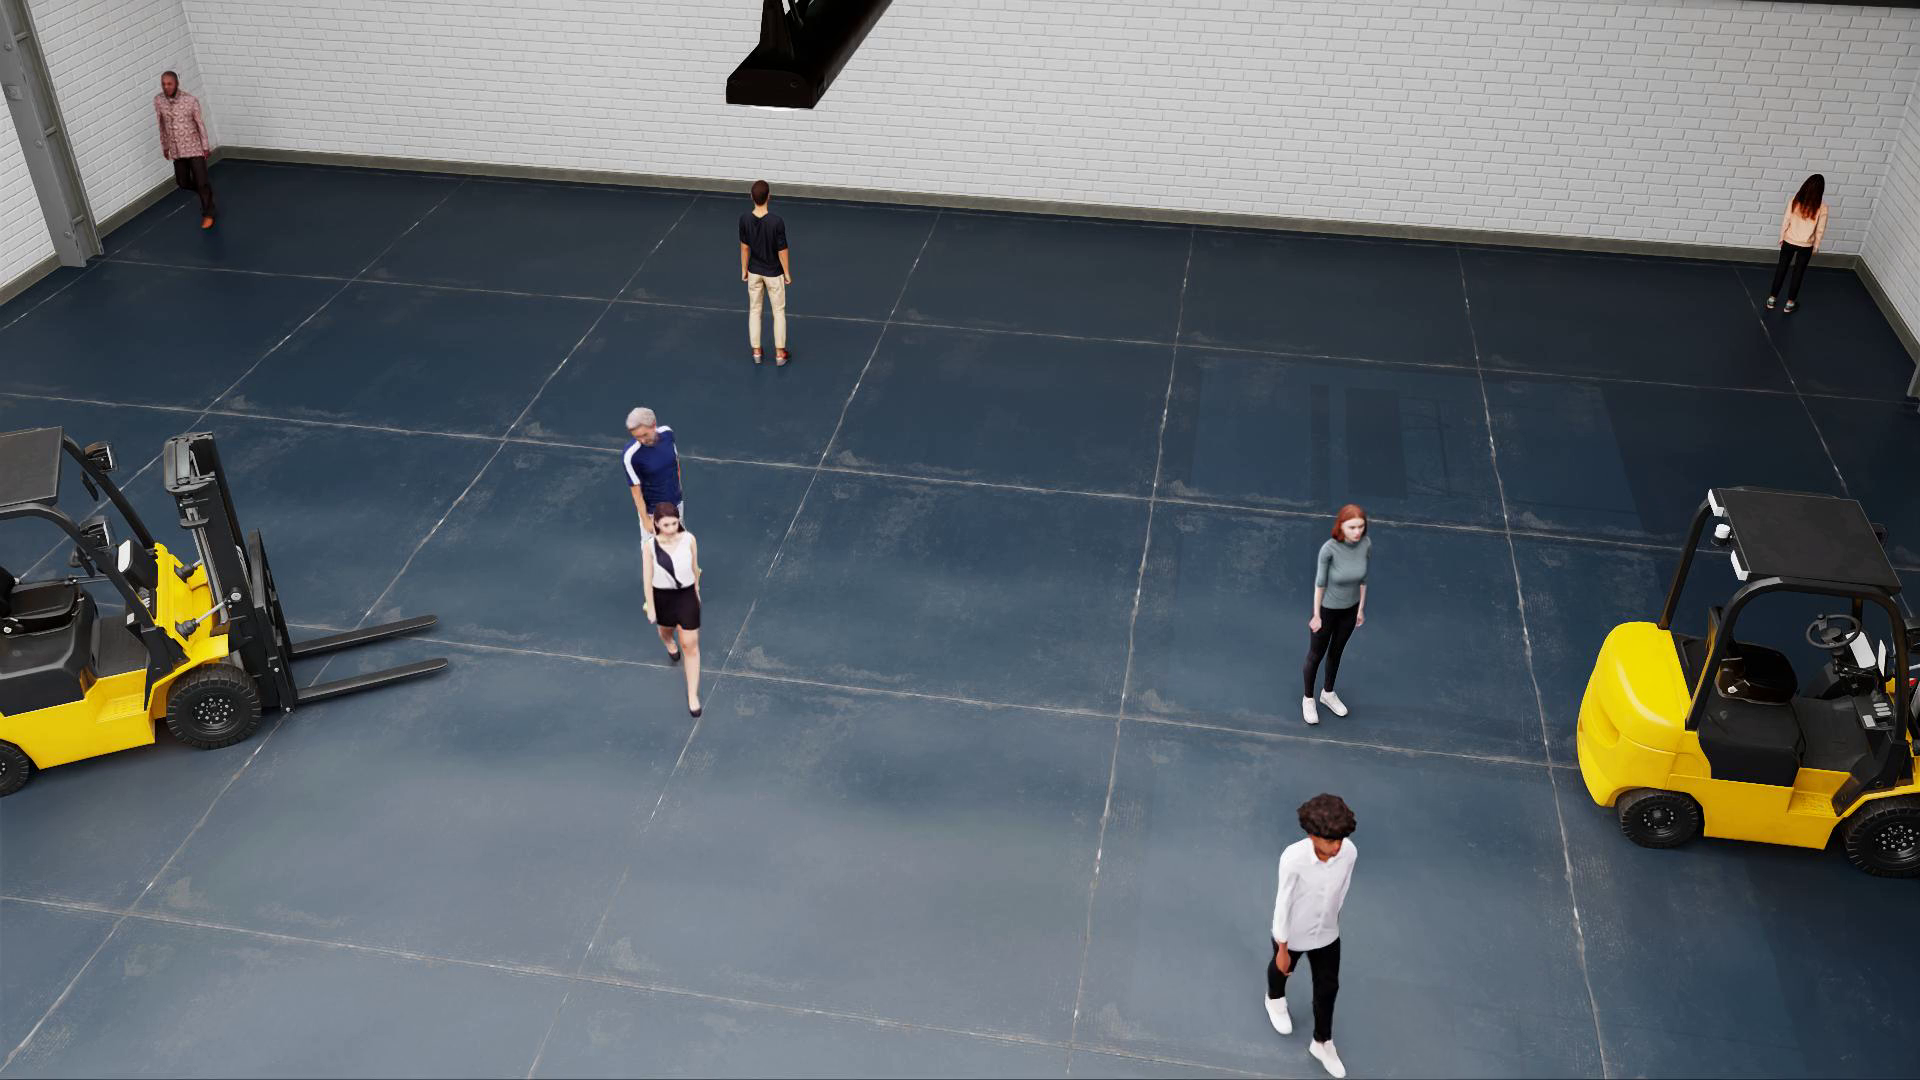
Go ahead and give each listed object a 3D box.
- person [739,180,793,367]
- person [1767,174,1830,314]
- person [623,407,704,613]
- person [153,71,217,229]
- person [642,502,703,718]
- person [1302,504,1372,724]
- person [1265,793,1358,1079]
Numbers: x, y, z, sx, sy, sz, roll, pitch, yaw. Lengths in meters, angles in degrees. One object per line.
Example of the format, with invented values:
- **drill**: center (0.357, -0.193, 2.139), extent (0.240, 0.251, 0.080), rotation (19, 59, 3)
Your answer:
- **person**: center (-1.889, -2.596, 16.182), extent (0.638, 1.851, 0.551), rotation (7, 34, 10)
- **person**: center (8.706, -3.093, 17.261), extent (0.643, 1.484, 0.654), rotation (23, 40, 31)
- **person**: center (-2.291, -0.316, 12.806), extent (0.944, 1.793, 0.702), rotation (13, 36, 18)
- **person**: center (-8.876, -4.539, 19.162), extent (0.779, 1.788, 0.972), rotation (1, 34, 1)
- **person**: center (-2.062, 0.411, 11.876), extent (0.931, 1.610, 1.156), rotation (-12, 35, -17)
- **person**: center (2.627, 0.500, 11.623), extent (0.667, 1.743, 0.689), rotation (-11, 35, -16)
- **person**: center (1.877, 2.070, 9.224), extent (0.844, 1.784, 1.010), rotation (-7, 34, -10)
